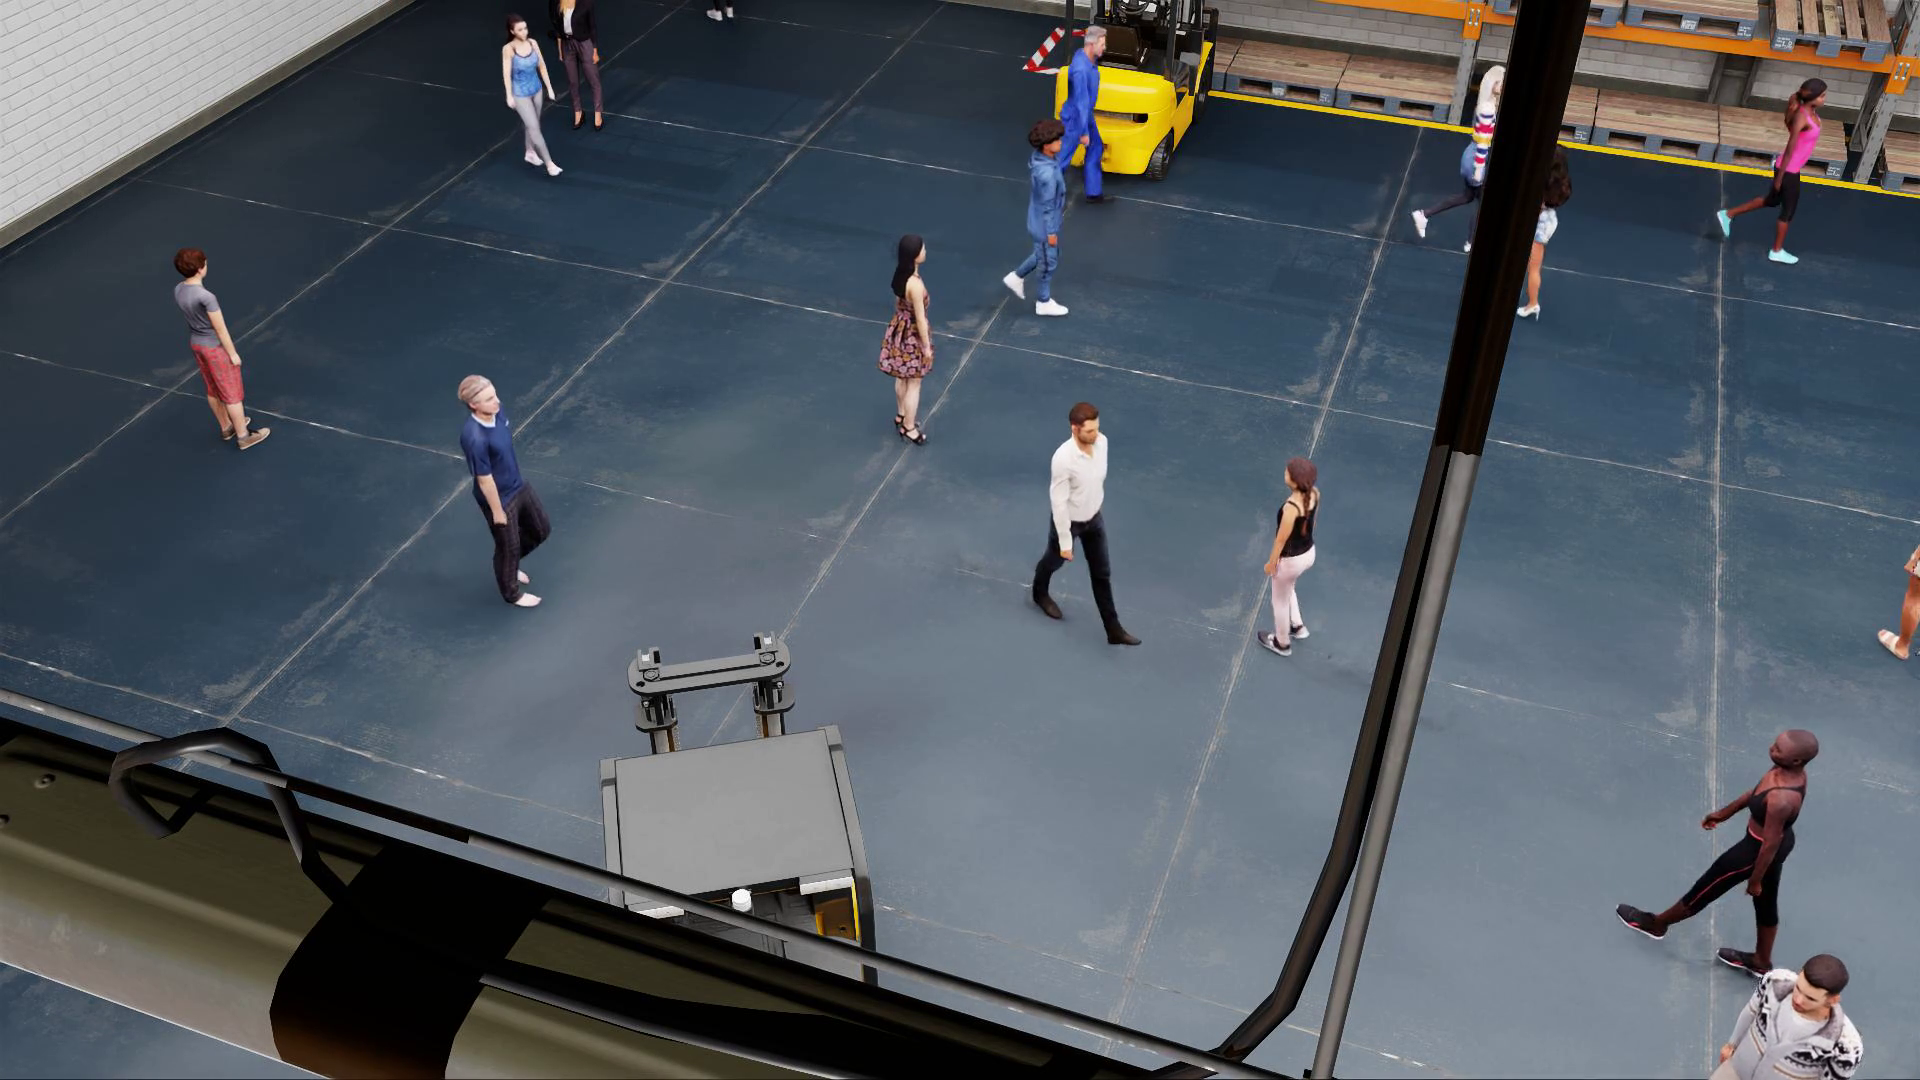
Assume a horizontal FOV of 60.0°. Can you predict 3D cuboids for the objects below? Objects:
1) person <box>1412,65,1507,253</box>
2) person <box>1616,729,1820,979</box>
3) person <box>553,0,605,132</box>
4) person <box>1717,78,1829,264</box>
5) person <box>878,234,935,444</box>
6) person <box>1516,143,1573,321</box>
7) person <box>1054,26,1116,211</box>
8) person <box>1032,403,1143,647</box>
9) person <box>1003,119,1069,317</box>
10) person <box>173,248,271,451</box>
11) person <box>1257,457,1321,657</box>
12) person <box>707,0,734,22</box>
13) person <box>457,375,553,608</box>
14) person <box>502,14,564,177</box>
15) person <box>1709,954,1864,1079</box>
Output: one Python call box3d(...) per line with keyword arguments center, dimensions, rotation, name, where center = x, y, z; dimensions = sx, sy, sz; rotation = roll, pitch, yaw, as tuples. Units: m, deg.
box3d(center=(4.582, -3.428, 15.035), dimensions=(1.047, 1.784, 0.732), rotation=(8, 39, 10), name="person")
box3d(center=(4.278, 1.685, 8.681), dimensions=(1.132, 1.724, 0.763), rotation=(24, 44, 27), name="person")
box3d(center=(-3.924, -5.040, 17.143), dimensions=(0.521, 1.671, 0.692), rotation=(7, 39, 8), name="person")
box3d(center=(7.386, -3.356, 15.011), dimensions=(1.107, 1.702, 0.775), rotation=(26, 45, 29), name="person")
box3d(center=(-0.380, -1.521, 12.654), dimensions=(0.859, 1.774, 0.801), rotation=(-15, 41, -18), name="person")
box3d(center=(4.965, -2.580, 14.116), dimensions=(0.763, 1.605, 0.868), rotation=(-31, 48, -32), name="person")
box3d(center=(1.033, -3.984, 15.730), dimensions=(0.981, 1.786, 0.890), rotation=(12, 40, 14), name="person")
box3d(center=(0.686, -0.149, 10.897), dimensions=(1.053, 1.824, 1.282), rotation=(-30, 47, -32), name="person")
box3d(center=(0.654, -2.720, 14.137), dimensions=(0.907, 1.798, 0.809), rotation=(2, 39, 2), name="person")
box3d(center=(-5.696, -1.451, 12.667), dimensions=(0.536, 1.649, 0.676), rotation=(21, 43, 24), name="person")
box3d(center=(2.211, 0.138, 10.754), dimensions=(0.691, 1.554, 0.643), rotation=(32, 48, 33), name="person")
box3d(center=(-2.893, -7.007, 19.550), dimensions=(0.663, 1.742, 0.703), rotation=(-22, 43, -25), name="person")
box3d(center=(-3.140, -0.321, 11.088), dimensions=(0.747, 1.855, 0.725), rotation=(6, 39, 8), name="person")
box3d(center=(-4.316, -4.424, 16.442), dimensions=(1.012, 1.583, 0.794), rotation=(29, 47, 31), name="person")
box3d(center=(3.773, 2.459, 7.615), dimensions=(0.964, 1.844, 0.900), rotation=(-19, 43, -23), name="person")
